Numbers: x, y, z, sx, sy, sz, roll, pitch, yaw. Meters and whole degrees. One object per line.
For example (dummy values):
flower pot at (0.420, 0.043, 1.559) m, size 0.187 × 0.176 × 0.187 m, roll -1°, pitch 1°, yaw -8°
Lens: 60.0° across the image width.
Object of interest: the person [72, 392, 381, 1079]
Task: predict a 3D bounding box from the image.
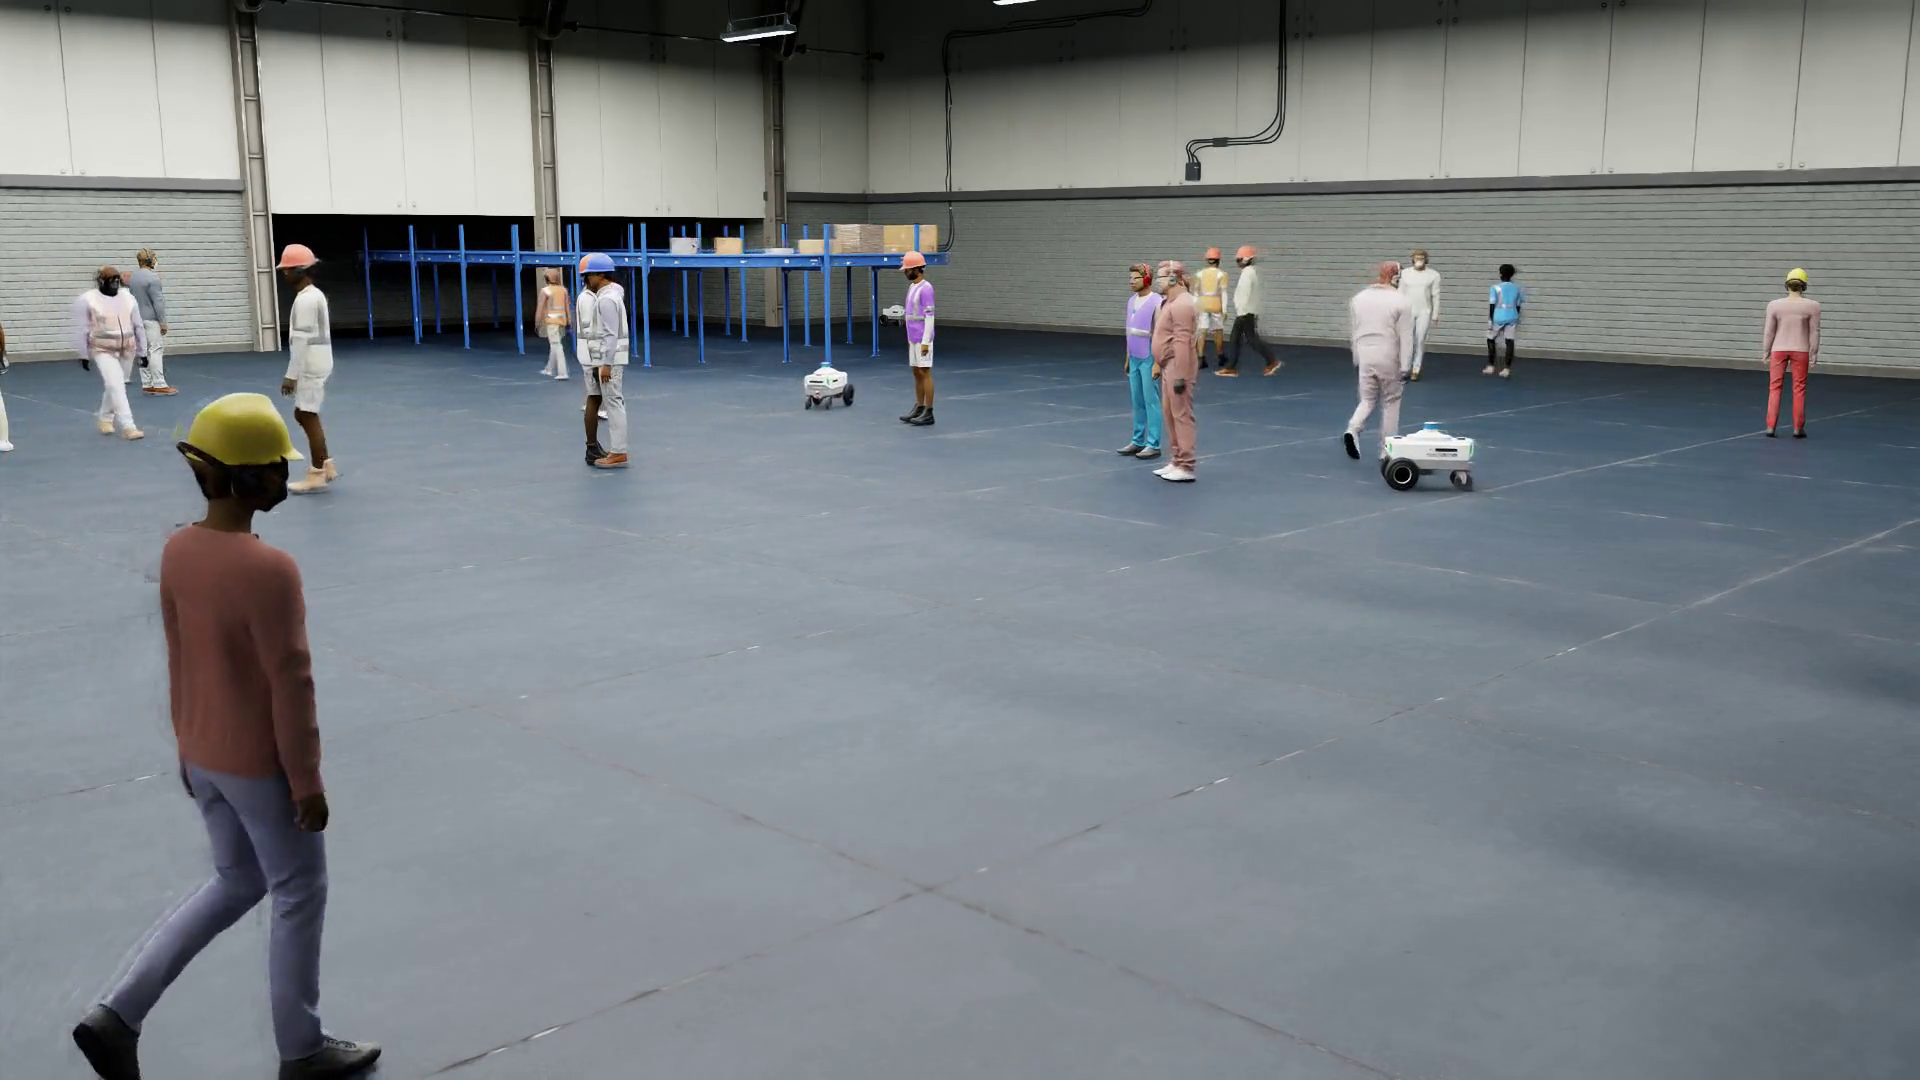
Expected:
person at (-1.759, 0.527, 3.960) m, size 0.529 × 1.748 × 0.598 m, roll 8°, pitch 13°, yaw 38°

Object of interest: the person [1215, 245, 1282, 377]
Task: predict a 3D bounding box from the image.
person at (4.357, -3.426, 24.936) m, size 0.929 × 1.966 × 0.622 m, roll 2°, pitch 11°, yaw 11°

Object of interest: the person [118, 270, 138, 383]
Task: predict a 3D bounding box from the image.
person at (-11.845, -3.046, 23.787) m, size 0.647 × 1.621 × 0.536 m, roll 4°, pitch 11°, yaw 22°

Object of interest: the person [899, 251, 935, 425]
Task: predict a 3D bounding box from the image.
person at (-0.479, -2.266, 18.689) m, size 0.385 × 1.929 × 0.547 m, roll -4°, pitch 11°, yaw -20°

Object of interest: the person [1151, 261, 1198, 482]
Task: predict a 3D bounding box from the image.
person at (1.860, -1.466, 14.439) m, size 0.401 × 1.894 × 0.648 m, roll 0°, pitch 10°, yaw 2°

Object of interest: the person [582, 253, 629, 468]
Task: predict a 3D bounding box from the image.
person at (-3.239, -1.648, 15.268) m, size 0.404 × 1.945 × 0.616 m, roll -2°, pitch 11°, yaw -9°

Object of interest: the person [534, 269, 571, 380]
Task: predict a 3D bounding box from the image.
person at (-6.045, -3.166, 24.448) m, size 0.782 × 1.602 × 0.545 m, roll 7°, pitch 12°, yaw 32°

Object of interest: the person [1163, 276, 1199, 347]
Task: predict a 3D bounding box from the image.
person at (2.854, -2.634, 21.608) m, size 0.513 × 1.600 × 0.837 m, roll 6°, pitch 12°, yaw 30°

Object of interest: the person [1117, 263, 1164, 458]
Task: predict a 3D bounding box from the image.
person at (1.779, -1.716, 15.915) m, size 0.377 × 1.844 × 0.567 m, roll -5°, pitch 11°, yaw -24°

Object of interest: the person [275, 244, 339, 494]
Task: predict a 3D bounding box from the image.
person at (-5.377, -1.404, 13.695) m, size 0.401 × 2.042 × 0.635 m, roll -3°, pitch 11°, yaw -17°

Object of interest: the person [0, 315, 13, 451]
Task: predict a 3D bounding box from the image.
person at (-9.609, -1.794, 16.280) m, size 0.509 × 1.872 × 0.329 m, roll -6°, pitch 12°, yaw -30°

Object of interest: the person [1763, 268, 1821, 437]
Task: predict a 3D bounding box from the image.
person at (8.754, -1.971, 17.531) m, size 0.533 × 1.765 × 0.330 m, roll 6°, pitch 12°, yaw 30°

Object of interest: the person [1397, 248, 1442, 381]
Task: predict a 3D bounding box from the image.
person at (6.673, -3.286, 24.257) m, size 0.651 × 1.923 × 0.432 m, roll 4°, pitch 11°, yaw 19°

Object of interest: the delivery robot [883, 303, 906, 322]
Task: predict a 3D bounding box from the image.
delivery robot at (-1.472, -5.304, 38.866) m, size 0.477 × 0.478 × 0.707 m, roll -10°, pitch 14°, yaw -44°

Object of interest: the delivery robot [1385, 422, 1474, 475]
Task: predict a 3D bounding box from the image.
delivery robot at (3.964, -0.755, 14.058) m, size 0.707 × 0.478 × 0.477 m, roll 2°, pitch 11°, yaw 9°

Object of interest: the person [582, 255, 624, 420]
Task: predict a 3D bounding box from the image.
person at (-4.191, -2.351, 19.283) m, size 0.610 × 1.892 × 0.720 m, roll 6°, pitch 12°, yaw 31°

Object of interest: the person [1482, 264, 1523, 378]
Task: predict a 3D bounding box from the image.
person at (8.109, -3.289, 24.930) m, size 0.557 × 1.673 × 0.654 m, roll -2°, pitch 11°, yaw -10°

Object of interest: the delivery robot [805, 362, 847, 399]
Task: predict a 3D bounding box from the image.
delivery robot at (-1.661, -1.962, 20.643) m, size 0.477 × 0.478 × 0.707 m, roll 3°, pitch 11°, yaw 16°

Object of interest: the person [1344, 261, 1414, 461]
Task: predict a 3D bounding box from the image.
person at (3.870, -1.645, 15.446) m, size 0.663 × 1.875 × 0.648 m, roll 10°, pitch 14°, yaw 42°

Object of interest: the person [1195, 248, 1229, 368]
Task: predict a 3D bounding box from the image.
person at (4.080, -3.731, 26.767) m, size 0.593 × 1.889 × 0.963 m, roll 5°, pitch 12°, yaw 27°

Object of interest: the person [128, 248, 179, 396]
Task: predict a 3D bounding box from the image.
person at (-10.742, -2.894, 22.087) m, size 0.631 × 1.940 × 0.372 m, roll 7°, pitch 12°, yaw 33°

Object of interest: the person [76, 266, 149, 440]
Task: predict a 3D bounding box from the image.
person at (-8.933, -1.981, 17.527) m, size 0.961 × 1.800 × 0.628 m, roll 7°, pitch 13°, yaw 34°

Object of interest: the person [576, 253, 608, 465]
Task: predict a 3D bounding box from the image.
person at (-3.381, -1.683, 15.475) m, size 0.352 × 1.942 × 0.545 m, roll -2°, pitch 11°, yaw -12°
